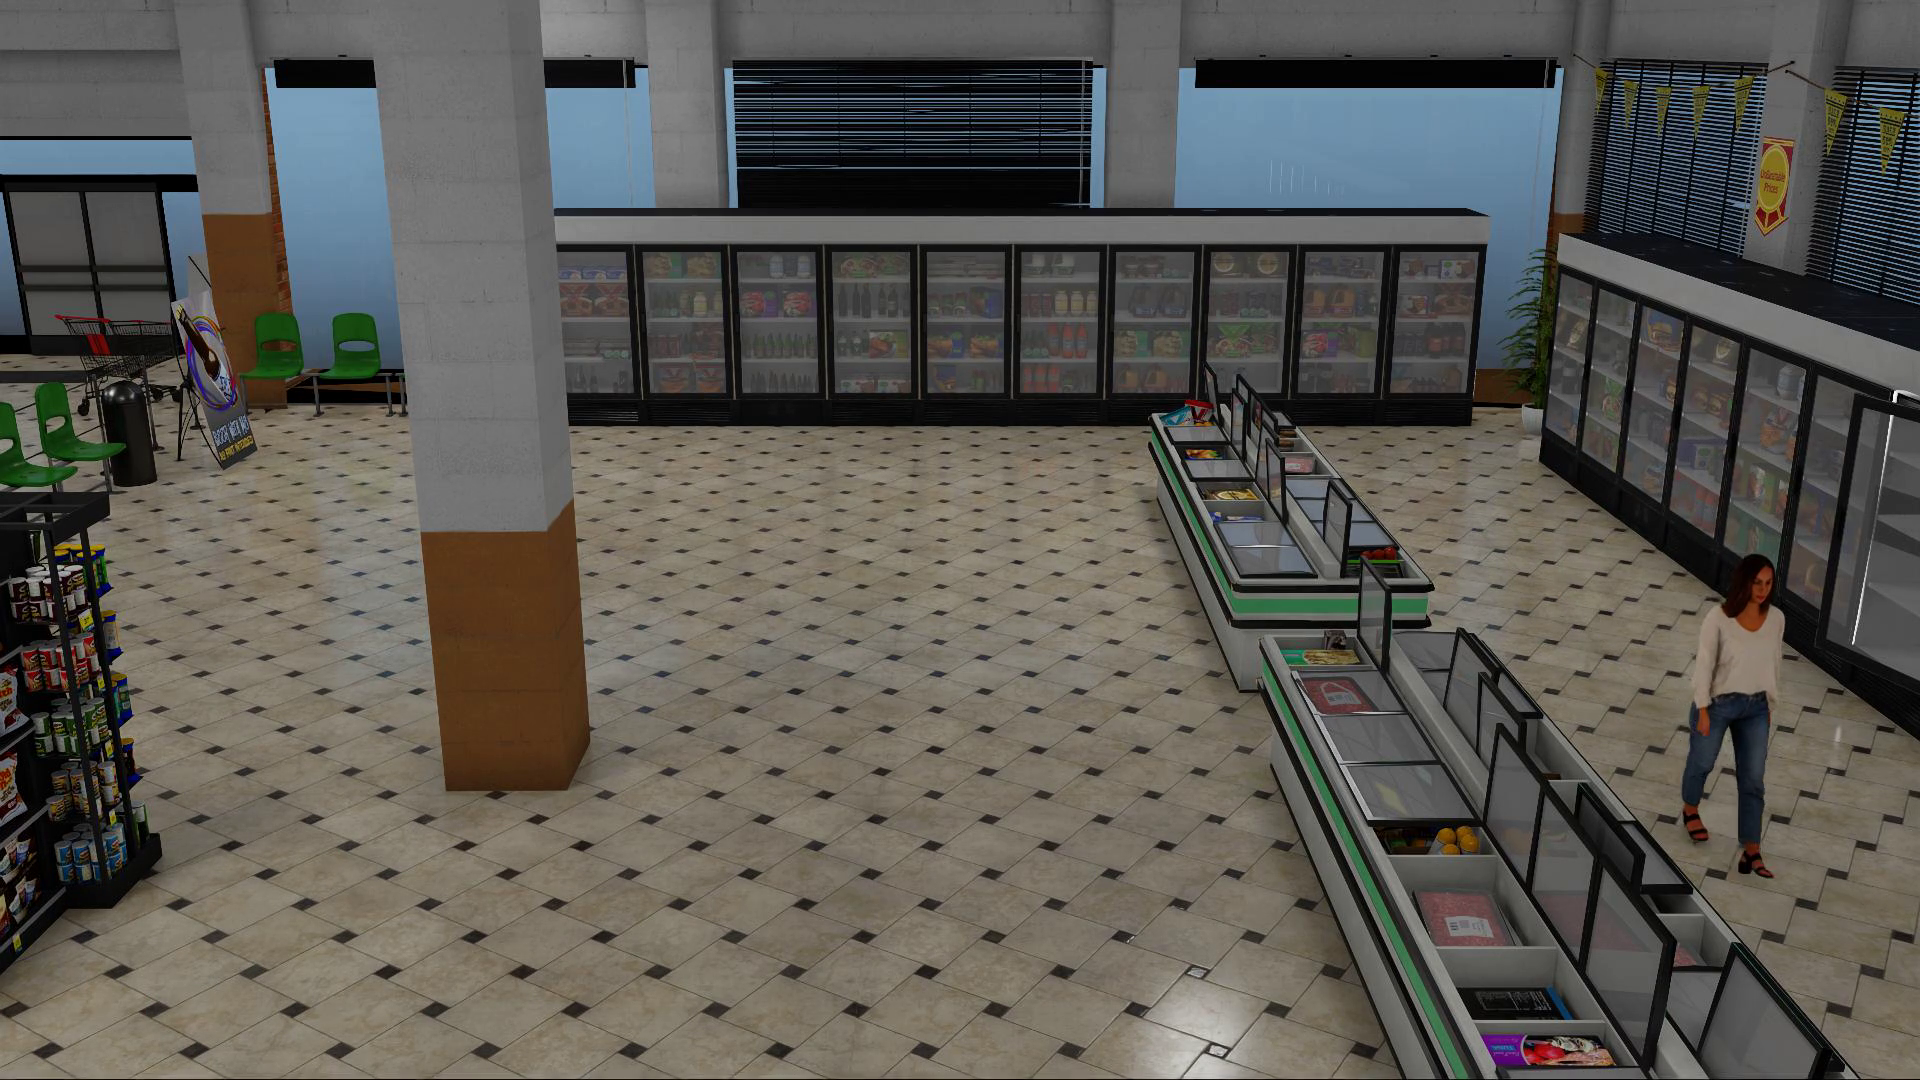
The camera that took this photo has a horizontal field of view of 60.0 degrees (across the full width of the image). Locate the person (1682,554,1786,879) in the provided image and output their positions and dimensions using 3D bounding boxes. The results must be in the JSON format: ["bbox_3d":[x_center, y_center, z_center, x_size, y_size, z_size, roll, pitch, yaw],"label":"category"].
[{"bbox_3d":[3.961,0.859,8.642,0.628,1.641,1.020,0,17,0],"label":"person"}]
